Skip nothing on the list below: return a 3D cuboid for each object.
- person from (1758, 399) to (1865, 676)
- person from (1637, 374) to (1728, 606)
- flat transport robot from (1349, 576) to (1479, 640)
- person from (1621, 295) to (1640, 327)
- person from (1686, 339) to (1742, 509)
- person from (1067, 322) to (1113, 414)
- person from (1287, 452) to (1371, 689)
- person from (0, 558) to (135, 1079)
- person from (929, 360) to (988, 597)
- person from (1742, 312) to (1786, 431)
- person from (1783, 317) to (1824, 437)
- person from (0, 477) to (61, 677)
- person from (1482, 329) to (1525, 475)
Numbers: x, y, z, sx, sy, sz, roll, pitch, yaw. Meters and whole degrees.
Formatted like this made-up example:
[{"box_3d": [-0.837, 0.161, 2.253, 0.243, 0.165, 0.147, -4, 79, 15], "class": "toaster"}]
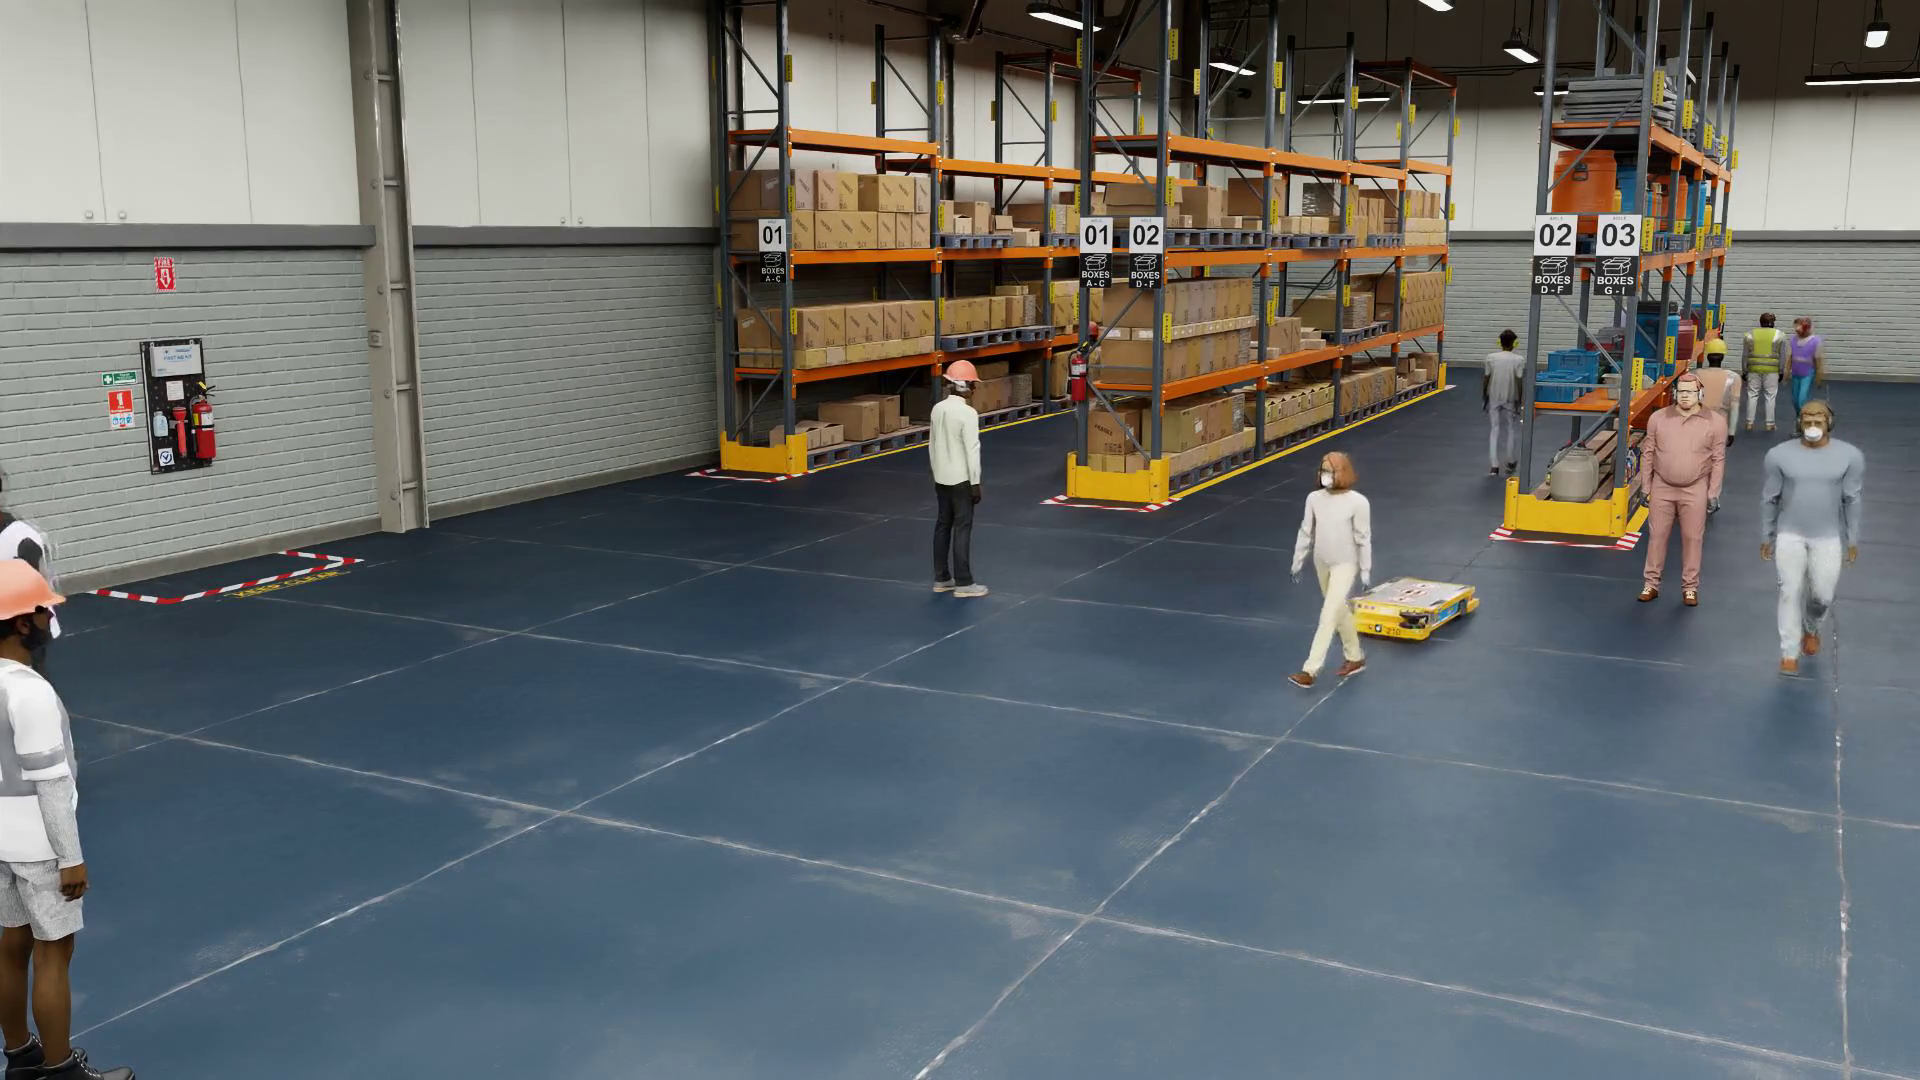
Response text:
[{"box_3d": [5.895, -0.030, 11.577, 0.644, 1.920, 0.572, 5, 12, 27], "class": "person"}, {"box_3d": [5.931, -0.412, 13.703, 0.642, 1.909, 0.410, 6, 12, 29], "class": "person"}, {"box_3d": [3.550, 0.517, 13.096, 0.652, 0.197, 1.431, 7, 13, 34], "class": "flat transport robot"}, {"box_3d": [12.872, -3.775, 31.950, 0.635, 1.937, 0.353, 9, 14, 40], "class": "person"}, {"box_3d": [8.241, -1.262, 18.328, 0.606, 1.903, 0.649, 5, 11, 24], "class": "person"}, {"box_3d": [1.744, -1.934, 22.060, 0.573, 1.879, 0.998, 4, 11, 21], "class": "person"}, {"box_3d": [2.496, 0.194, 11.257, 0.868, 1.580, 0.524, -8, 13, -37], "class": "person"}, {"box_3d": [-3.214, 1.023, 5.781, 0.545, 1.942, 0.354, 7, 12, 33], "class": "person"}, {"box_3d": [-0.015, -0.520, 14.054, 0.392, 1.990, 0.614, -7, 13, -35], "class": "person"}, {"box_3d": [12.537, -2.623, 25.951, 0.621, 1.840, 0.430, 7, 13, 35], "class": "person"}, {"box_3d": [12.832, -2.483, 25.238, 0.687, 1.822, 0.569, -3, 11, -15], "class": "person"}, {"box_3d": [-4.884, 0.544, 8.529, 0.591, 1.900, 0.441, 5, 11, 23], "class": "person"}, {"box_3d": [6.962, -1.772, 21.318, 0.523, 1.840, 0.869, 4, 11, 23], "class": "person"}]
